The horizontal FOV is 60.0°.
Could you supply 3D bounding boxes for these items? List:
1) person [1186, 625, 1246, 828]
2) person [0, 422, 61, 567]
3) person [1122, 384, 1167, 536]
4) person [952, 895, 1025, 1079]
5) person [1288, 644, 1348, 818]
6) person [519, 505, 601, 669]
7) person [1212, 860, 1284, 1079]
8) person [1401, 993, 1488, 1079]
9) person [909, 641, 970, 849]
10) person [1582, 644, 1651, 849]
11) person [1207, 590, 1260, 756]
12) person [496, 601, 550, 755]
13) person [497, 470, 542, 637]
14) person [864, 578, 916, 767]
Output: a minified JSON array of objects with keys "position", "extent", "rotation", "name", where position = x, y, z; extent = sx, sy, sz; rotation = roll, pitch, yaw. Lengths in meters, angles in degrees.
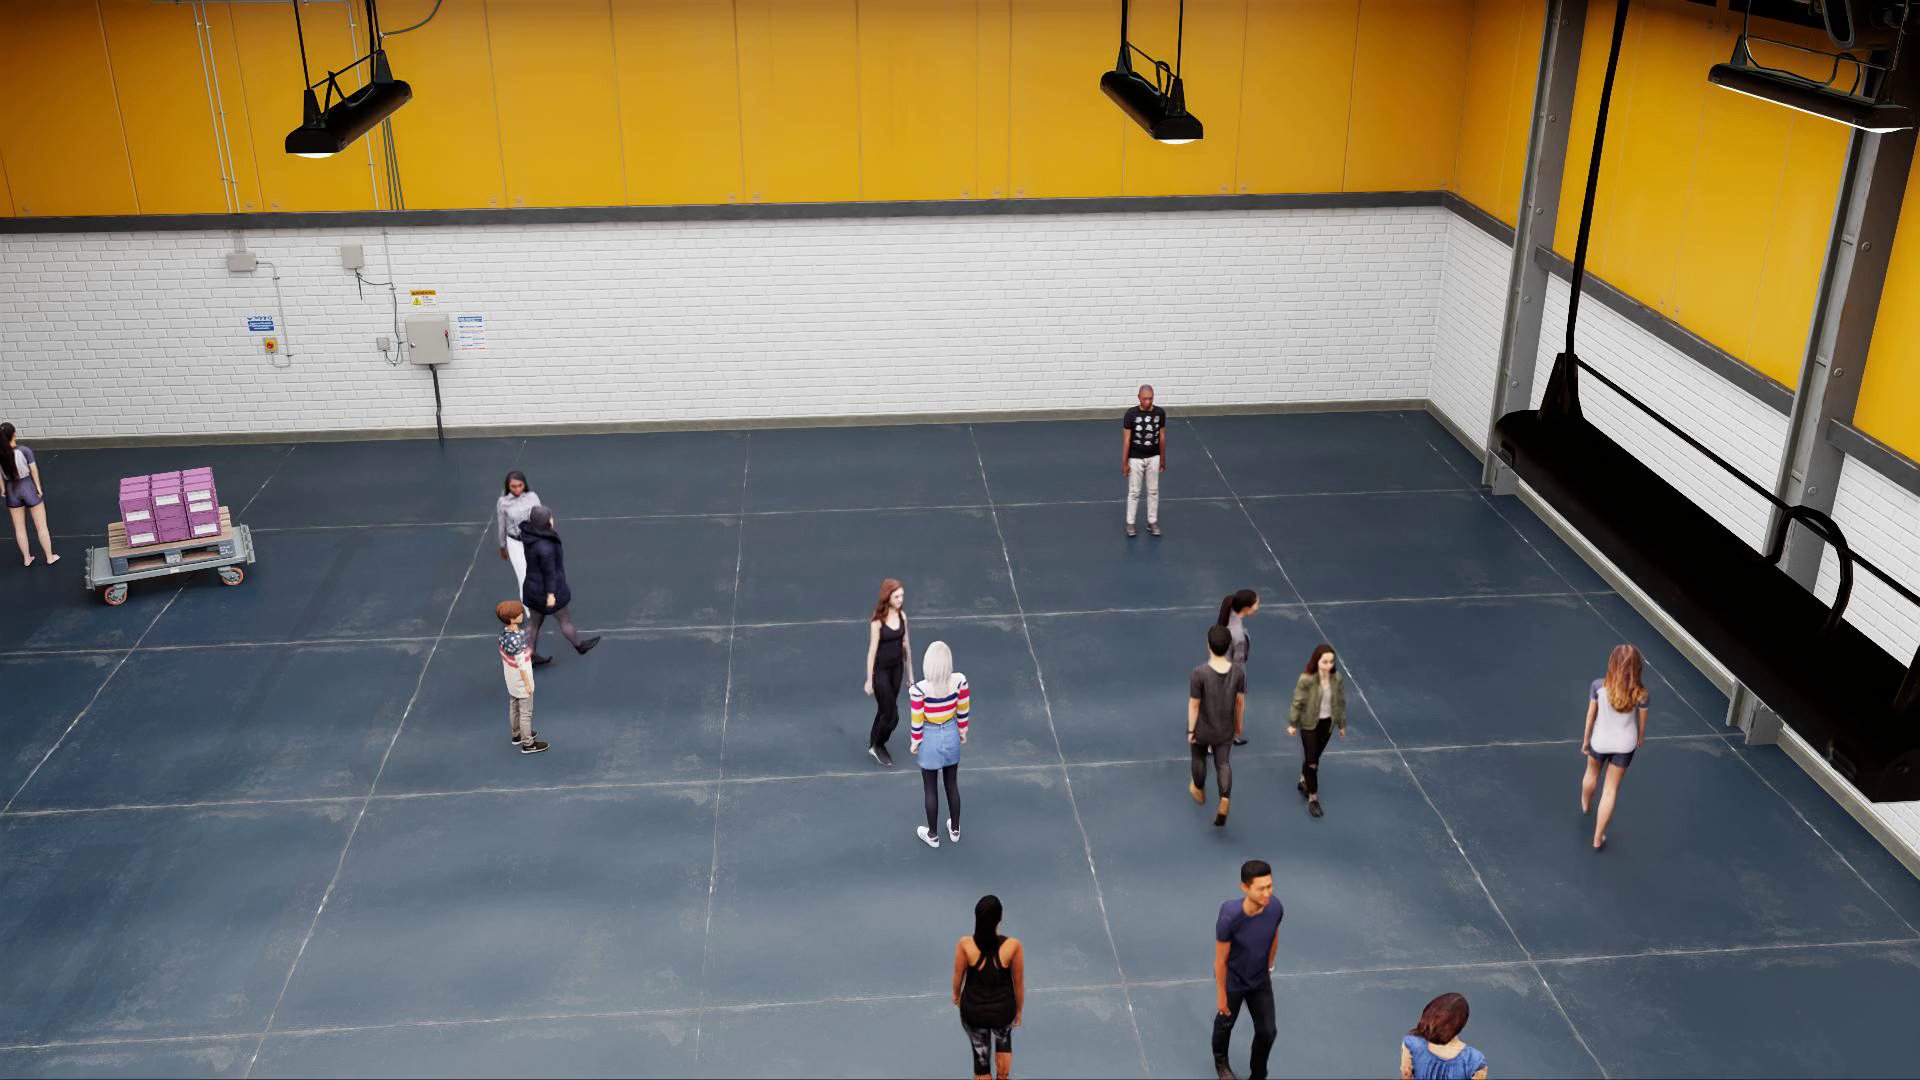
[{"position":[2.075,1.526,13.514],"extent":[0.623,1.690,1.002],"rotation":[-2,24,-4],"name":"person"},{"position":[-10.264,-0.501,18.201],"extent":[0.607,1.650,0.530],"rotation":[-4,24,-9],"name":"person"},{"position":[2.099,-0.931,18.994],"extent":[0.667,1.801,0.617],"rotation":[-4,24,-8],"name":"person"},{"position":[0.175,2.945,10.312],"extent":[0.597,1.654,0.588],"rotation":[-1,24,-3],"name":"person"},{"position":[2.936,1.504,13.851],"extent":[0.695,1.459,0.851],"rotation":[-7,24,-15],"name":"person"},{"position":[-4.061,0.483,15.957],"extent":[1.036,1.643,1.040],"rotation":[-17,29,-34],"name":"person"},{"position":[1.764,2.745,10.619],"extent":[0.725,1.774,0.821],"rotation":[-7,25,-16],"name":"person"},{"position":[2.621,3.334,9.246],"extent":[0.826,1.794,0.915],"rotation":[9,25,21],"name":"person"},{"position":[-0.162,1.603,13.189],"extent":[0.712,1.809,0.639],"rotation":[-10,25,-21],"name":"person"},{"position":[5.166,1.665,13.179],"extent":[0.879,1.703,1.021],"rotation":[11,26,23],"name":"person"},{"position":[2.208,1.173,14.385],"extent":[0.728,1.640,0.664],"rotation":[-4,24,-8],"name":"person"},{"position":[-3.882,1.182,14.614],"extent":[0.656,1.439,0.568],"rotation":[-17,29,-34],"name":"person"},{"position":[-4.421,0.058,16.884],"extent":[0.867,1.681,1.275],"rotation":[-10,25,-21],"name":"person"},{"position":[-0.700,1.111,14.424],"extent":[0.760,1.722,0.819],"rotation":[-22,32,-40],"name":"person"}]
